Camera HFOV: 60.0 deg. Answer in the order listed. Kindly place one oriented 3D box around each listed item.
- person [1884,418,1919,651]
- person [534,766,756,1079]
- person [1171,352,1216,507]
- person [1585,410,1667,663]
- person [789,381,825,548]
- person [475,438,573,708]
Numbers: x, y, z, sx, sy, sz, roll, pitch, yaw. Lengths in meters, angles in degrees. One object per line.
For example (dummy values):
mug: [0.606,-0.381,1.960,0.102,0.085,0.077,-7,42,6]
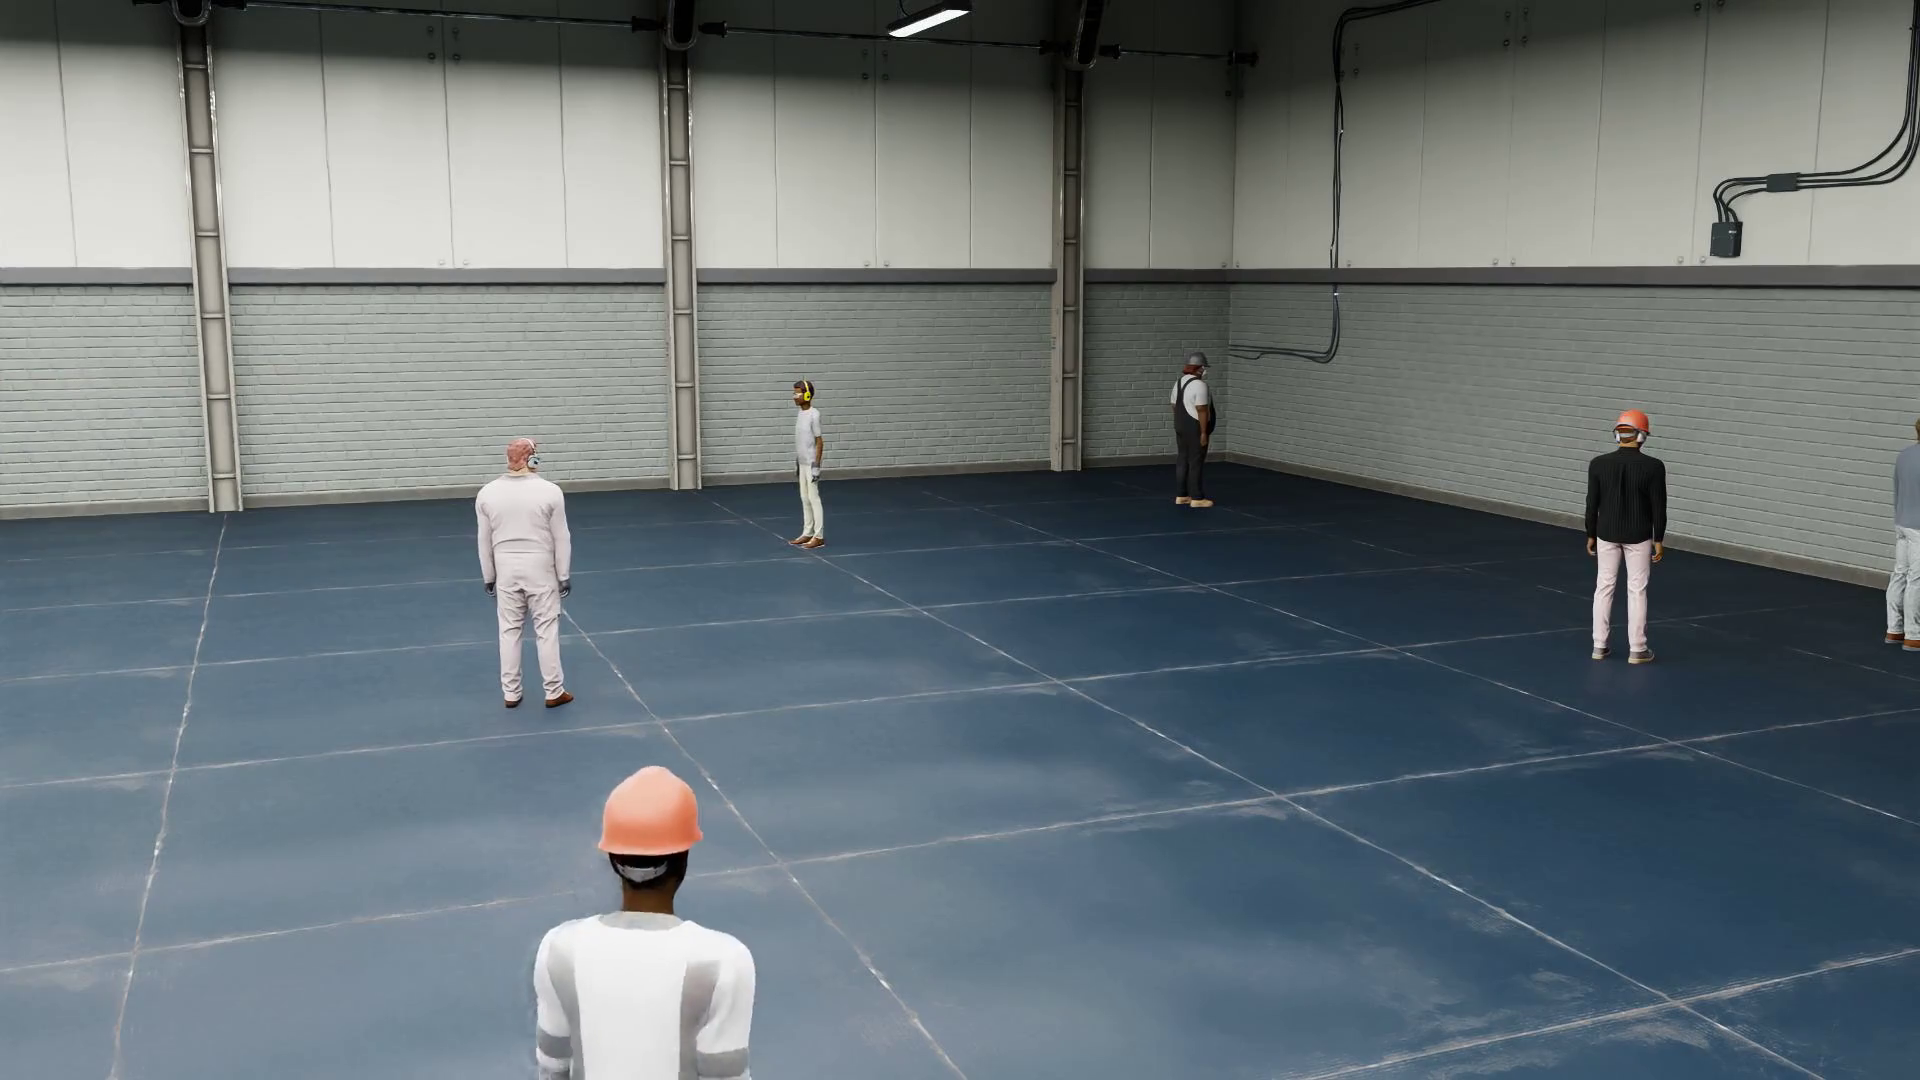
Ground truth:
person: [7.789,-0.073,13.491,0.371,1.941,0.627,1,9,4]
person: [-0.752,1.488,3.874,0.552,1.895,0.983,1,9,8]
person: [3.102,-1.464,21.907,0.536,2.000,0.683,-4,10,-25]
person: [5.227,-0.027,13.062,0.611,1.985,0.393,7,11,37]
person: [-1.703,-0.840,18.530,0.323,1.870,0.518,-5,10,-29]
person: [-3.033,0.237,11.674,0.638,1.901,0.402,1,9,4]
